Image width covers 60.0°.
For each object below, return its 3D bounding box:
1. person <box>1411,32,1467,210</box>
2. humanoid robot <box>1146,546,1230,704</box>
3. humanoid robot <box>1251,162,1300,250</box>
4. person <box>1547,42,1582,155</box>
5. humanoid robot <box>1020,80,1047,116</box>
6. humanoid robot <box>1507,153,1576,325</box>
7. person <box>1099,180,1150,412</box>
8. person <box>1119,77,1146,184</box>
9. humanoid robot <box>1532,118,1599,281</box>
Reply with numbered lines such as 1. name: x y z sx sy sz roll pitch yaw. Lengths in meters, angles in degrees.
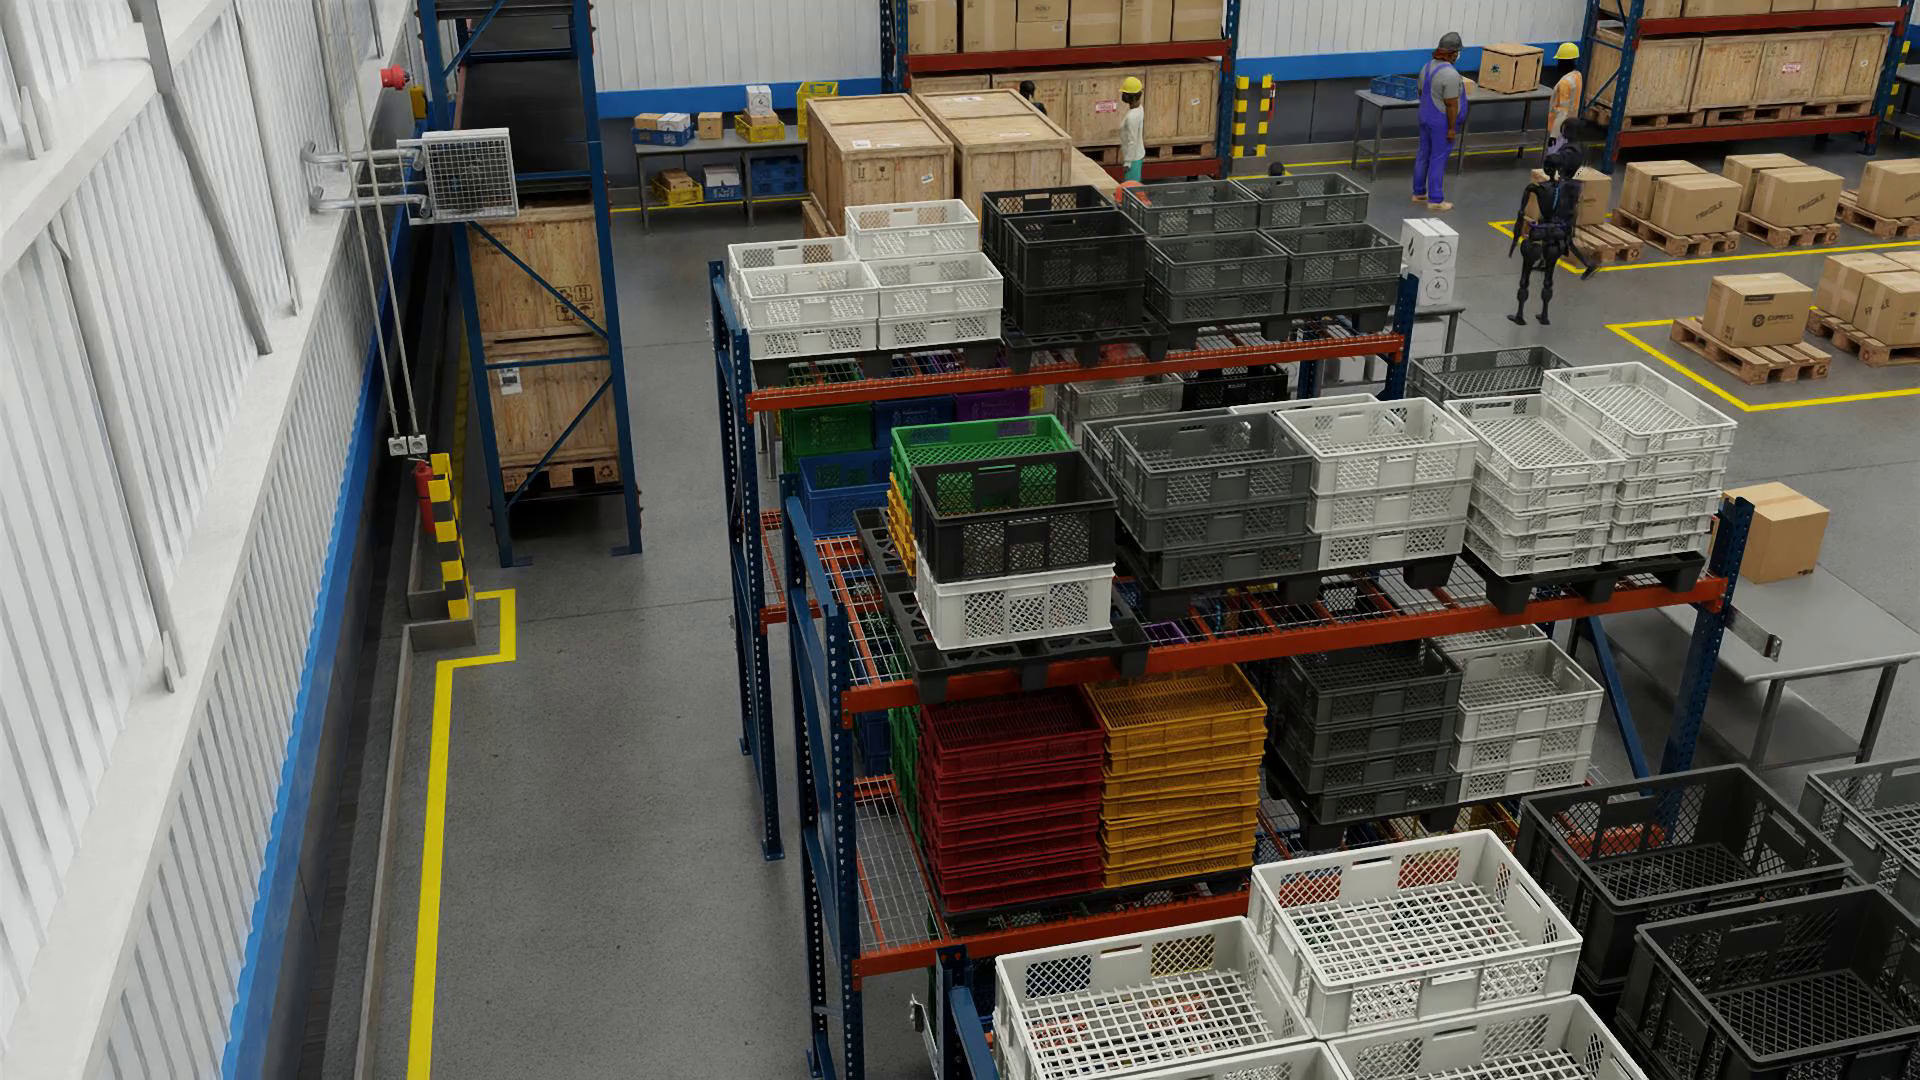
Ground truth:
1. person: 5.646 -4.911 19.466 0.537 2.000 0.681 -8 29 -15
2. humanoid robot: 1.253 0.778 9.060 0.579 1.655 0.333 -23 36 -37
3. humanoid robot: 2.926 -2.775 15.795 0.571 1.652 0.313 6 28 10
4. person: 6.985 -4.821 19.417 0.375 1.922 0.592 15 31 26
5. humanoid robot: 0.749 -4.350 18.774 0.588 1.657 0.326 -18 33 -31
6. humanoid robot: 5.615 -2.903 16.036 0.581 1.653 0.318 -2 28 -4
7. person: 1.372 -2.072 14.132 0.389 1.991 0.610 -4 28 -8
8. person: 1.895 -4.254 18.510 0.327 1.768 0.525 7 28 12
9. humanoid robot: 6.379 -3.540 17.290 0.705 1.636 0.639 10 30 19
